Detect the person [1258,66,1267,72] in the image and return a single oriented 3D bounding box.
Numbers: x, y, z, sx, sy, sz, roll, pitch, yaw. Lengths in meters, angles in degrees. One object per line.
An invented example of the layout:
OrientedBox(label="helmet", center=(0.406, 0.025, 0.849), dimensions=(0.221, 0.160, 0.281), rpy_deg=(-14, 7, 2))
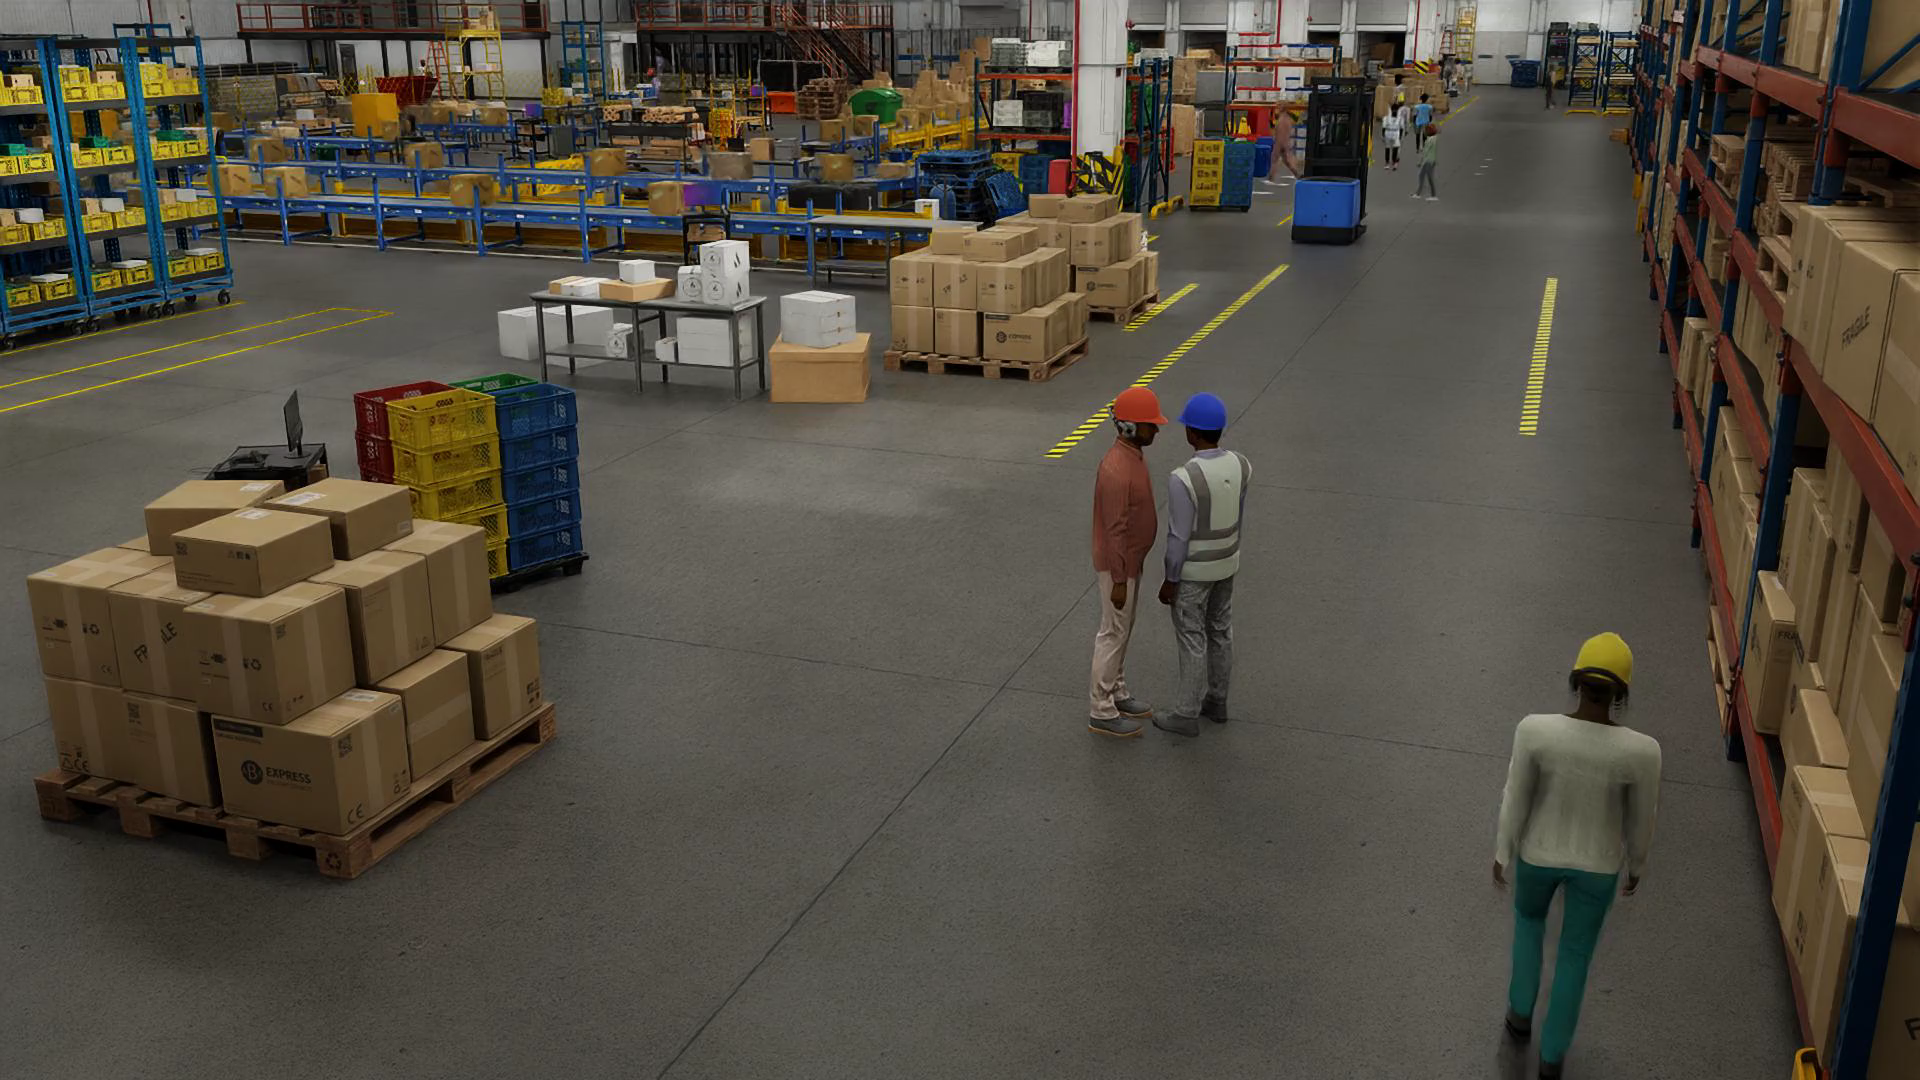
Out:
OrientedBox(label="person", center=(11.462, -17.177, 63.491), dimensions=(0.686, 2.000, 0.732), rpy_deg=(-14, 22, -37))

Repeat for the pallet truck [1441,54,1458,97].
OrientedBox(label="pallet truck", center=(22.765, -21.886, 78.355), dimensions=(0.823, 1.965, 1.885), rpy_deg=(-4, 18, -14))

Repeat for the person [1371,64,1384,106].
OrientedBox(label="person", center=(17.318, -18.785, 68.911), dimensions=(0.953, 1.817, 0.533), rpy_deg=(5, 18, 16))

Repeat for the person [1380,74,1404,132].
OrientedBox(label="person", center=(14.313, -14.353, 54.799), dimensions=(0.927, 1.926, 0.615), rpy_deg=(4, 18, 13))

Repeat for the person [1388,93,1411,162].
OrientedBox(label="person", center=(11.804, -11.106, 44.780), dimensions=(0.602, 1.817, 0.676), rpy_deg=(5, 18, 15))

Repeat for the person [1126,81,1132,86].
OrientedBox(label="person", center=(6.077, -16.123, 60.253), dimensions=(0.397, 1.992, 0.623), rpy_deg=(-2, 18, -6))

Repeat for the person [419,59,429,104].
OrientedBox(label="person", center=(-23.506, -20.106, 72.947), dimensions=(0.356, 1.885, 0.574), rpy_deg=(-1, 18, -4))

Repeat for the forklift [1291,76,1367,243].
OrientedBox(label="forklift", center=(6.598, -6.755, 29.381), dimensions=(1.129, 2.768, 1.873), rpy_deg=(6, 19, 19))

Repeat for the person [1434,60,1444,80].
OrientedBox(label="person", center=(23.087, -22.262, 80.107), dimensions=(0.810, 1.644, 0.550), rpy_deg=(-6, 18, -17))

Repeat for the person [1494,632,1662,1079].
OrientedBox(label="person", center=(2.326, 1.174, 6.307), dimensions=(0.541, 1.740, 0.606), rpy_deg=(7, 19, 22))

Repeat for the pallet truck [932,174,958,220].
OrientedBox(label="pallet truck", center=(-0.507, -5.292, 27.348), dimensions=(0.653, 1.274, 1.630), rpy_deg=(6, 19, 19))

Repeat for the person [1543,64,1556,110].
OrientedBox(label="person", center=(24.211, -18.589, 68.261), dimensions=(0.409, 1.833, 0.545), rpy_deg=(-1, 18, -5))

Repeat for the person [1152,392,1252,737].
OrientedBox(label="person", center=(1.341, 0.140, 9.226), dimensions=(0.603, 1.951, 0.380), rpy_deg=(-16, 24, -41))

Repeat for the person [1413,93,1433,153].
OrientedBox(label="person", center=(13.172, -11.863, 47.379), dimensions=(0.537, 1.684, 0.492), rpy_deg=(3, 18, 9))

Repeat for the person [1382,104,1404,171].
OrientedBox(label="person", center=(10.991, -10.236, 42.305), dimensions=(0.538, 1.654, 0.867), rpy_deg=(3, 18, 10))

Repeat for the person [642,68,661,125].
OrientedBox(label="person", center=(-10.895, -15.858, 59.479), dimensions=(1.087, 1.977, 0.619), rpy_deg=(-2, 18, -8))

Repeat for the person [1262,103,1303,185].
OrientedBox(label="person", center=(7.583, -9.253, 38.870), dimensions=(0.872, 1.875, 0.639), rpy_deg=(11, 20, 30))

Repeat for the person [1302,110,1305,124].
OrientedBox(label="person", center=(11.037, -14.123, 54.416), dimensions=(0.529, 1.723, 0.865), rpy_deg=(-13, 22, -35))

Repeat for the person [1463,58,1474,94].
OrientedBox(label="person", center=(24.997, -22.841, 81.818), dimensions=(0.491, 1.721, 0.785), rpy_deg=(3, 18, 10))

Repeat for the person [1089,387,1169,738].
OrientedBox(label="person", center=(0.930, 0.120, 9.241), dimensions=(0.402, 1.987, 0.608), rpy_deg=(4, 18, 12))

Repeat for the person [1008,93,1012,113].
OrientedBox(label="person", center=(1.515, -12.023, 47.808), dimensions=(0.545, 1.723, 0.901), rpy_deg=(10, 20, 28))

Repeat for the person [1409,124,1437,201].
OrientedBox(label="person", center=(9.955, -8.093, 35.665), dimensions=(0.743, 1.602, 0.505), rpy_deg=(8, 19, 24))

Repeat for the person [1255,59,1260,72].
OrientedBox(label="person", center=(15.800, -24.940, 88.034), dimensions=(0.403, 1.945, 0.614), rpy_deg=(7, 19, 21))

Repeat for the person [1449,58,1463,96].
OrientedBox(label="person", center=(23.698, -22.118, 79.454), dimensions=(0.685, 1.780, 0.990), rpy_deg=(-15, 23, -39))
